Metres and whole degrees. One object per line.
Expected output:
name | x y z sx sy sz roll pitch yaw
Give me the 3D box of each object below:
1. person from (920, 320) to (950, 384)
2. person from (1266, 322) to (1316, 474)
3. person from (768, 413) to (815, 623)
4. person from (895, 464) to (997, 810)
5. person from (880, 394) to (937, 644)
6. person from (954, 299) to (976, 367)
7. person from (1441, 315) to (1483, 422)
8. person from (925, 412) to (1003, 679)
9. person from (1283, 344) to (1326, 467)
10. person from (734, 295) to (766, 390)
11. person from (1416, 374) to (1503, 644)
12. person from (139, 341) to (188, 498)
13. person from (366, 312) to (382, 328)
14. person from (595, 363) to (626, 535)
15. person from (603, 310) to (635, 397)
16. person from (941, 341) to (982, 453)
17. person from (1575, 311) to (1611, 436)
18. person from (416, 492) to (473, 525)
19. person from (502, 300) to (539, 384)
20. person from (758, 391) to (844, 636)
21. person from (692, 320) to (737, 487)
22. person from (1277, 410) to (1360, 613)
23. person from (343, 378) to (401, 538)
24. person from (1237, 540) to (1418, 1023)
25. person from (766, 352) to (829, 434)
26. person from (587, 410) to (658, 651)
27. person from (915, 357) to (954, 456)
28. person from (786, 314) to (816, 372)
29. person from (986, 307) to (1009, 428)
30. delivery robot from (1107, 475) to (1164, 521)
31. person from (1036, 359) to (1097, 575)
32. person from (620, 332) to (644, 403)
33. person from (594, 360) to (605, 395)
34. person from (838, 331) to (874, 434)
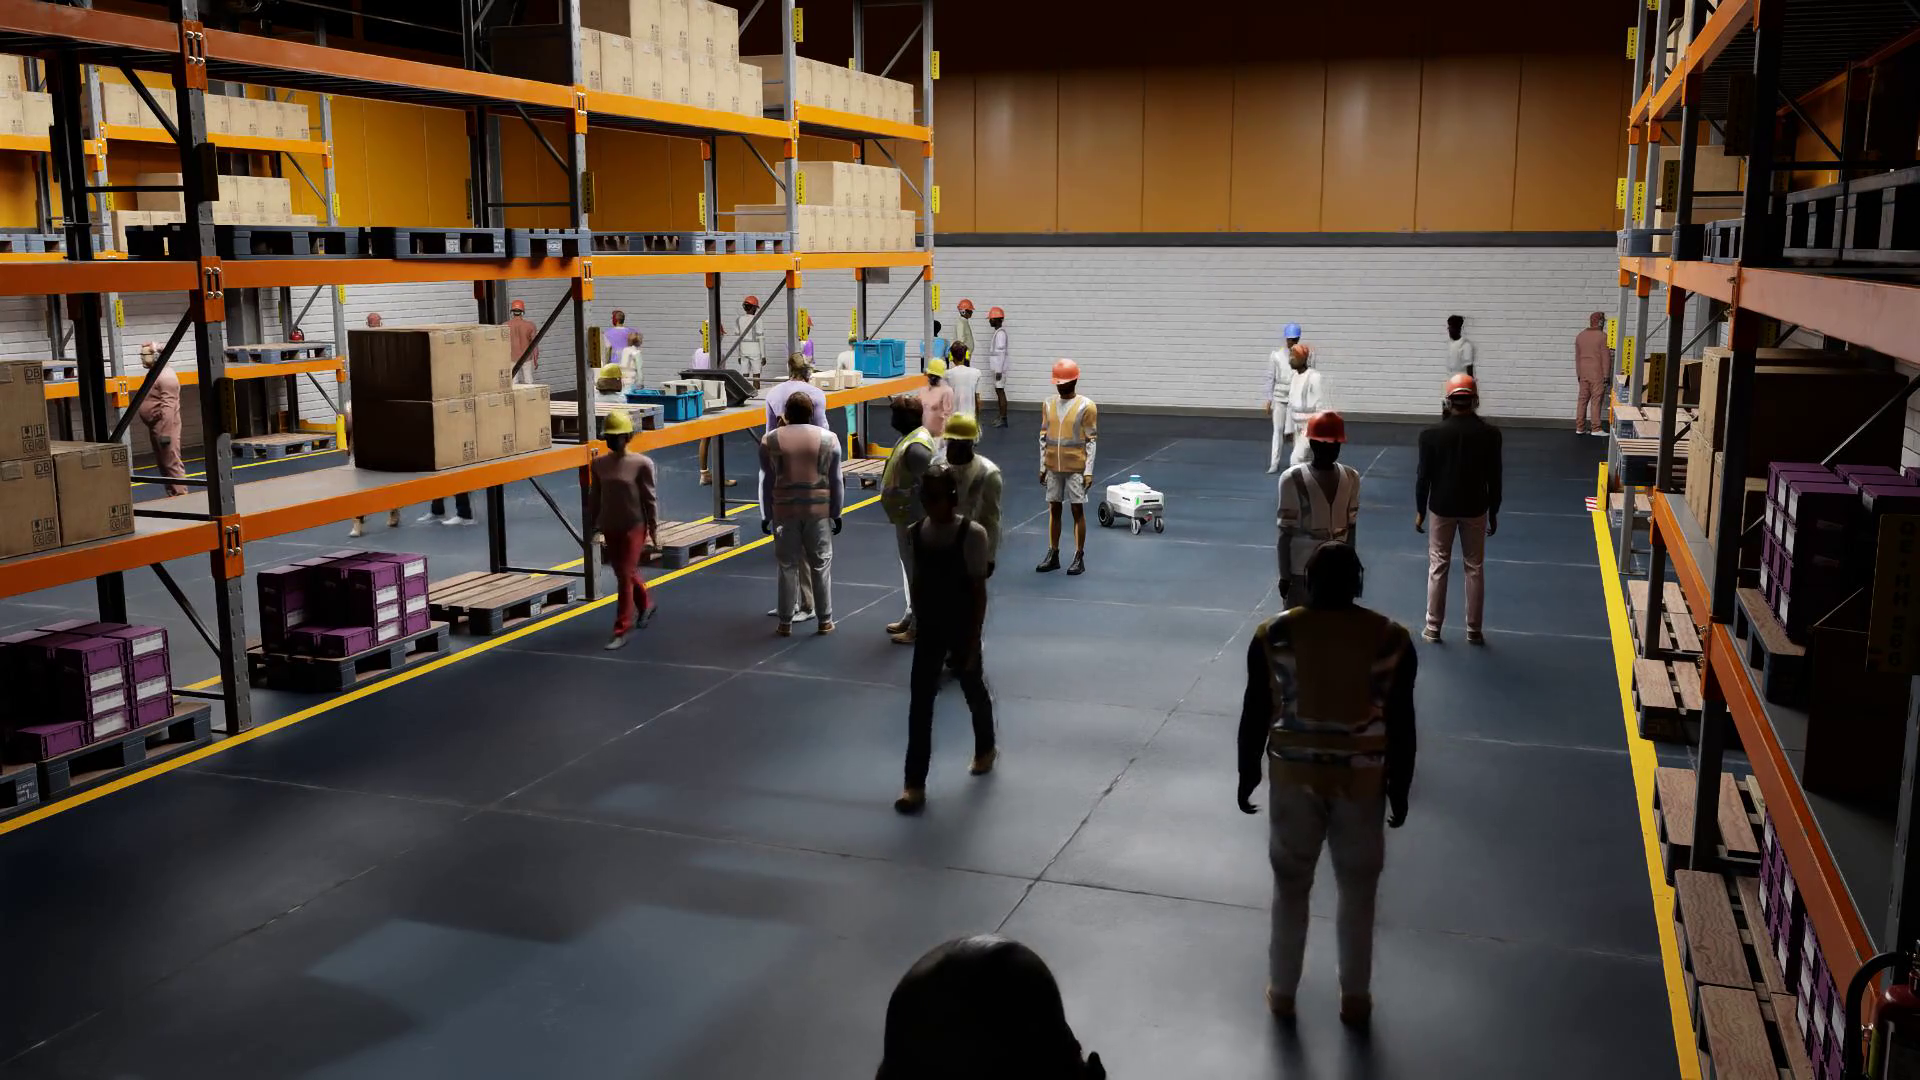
person | -0.413 -2.751 27.280 0.539 1.696 0.317 -3 11 -18
person | 4.219 -1.803 21.241 0.615 1.943 0.409 3 10 15
person | -1.300 -0.184 12.983 0.307 1.640 0.518 -7 12 -35
person | -0.054 0.470 8.899 0.508 1.798 1.005 4 11 22
person | -0.376 -0.160 12.287 0.429 1.840 0.636 -1 10 -7
person | 0.082 -3.152 28.697 0.390 1.992 0.624 1 10 6
person | 7.379 -2.347 24.377 0.796 1.927 0.652 -4 11 -22
person | 0.005 0.035 11.239 0.622 1.818 0.418 7 12 34
person | 3.720 -1.195 18.059 0.518 1.862 0.619 -2 10 -14
person | -3.658 -3.266 29.218 0.605 2.041 0.383 5 11 27
person | 3.653 -0.220 12.212 0.608 1.987 0.388 2 10 12
person | -8.620 -1.189 17.928 0.397 1.901 0.646 -8 13 -39
person | -8.902 -2.524 25.411 0.651 1.906 0.401 -5 11 -25
person | -3.510 -0.906 16.764 0.490 1.741 0.322 7 12 34
person | -5.605 -2.867 27.501 0.569 1.848 0.378 -7 12 -33
person | 0.001 -1.296 18.621 0.518 1.865 0.326 -4 11 -23
person | 9.742 -2.546 25.532 0.407 1.910 0.639 -5 11 -25
person | -5.458 -1.079 17.311 0.738 1.889 0.619 -3 10 -14
person | -7.481 -3.068 28.275 0.628 1.984 0.412 -3 10 -16
person | -1.187 -0.193 12.468 0.636 1.840 0.429 -1 10 -6
person | -2.979 -1.659 20.156 0.378 2.044 0.607 -9 14 -43
person | 2.202 0.166 10.175 0.547 1.937 0.379 -3 11 -17
person | -5.982 -0.893 16.900 0.534 1.669 0.753 1 10 4
person | 1.392 0.910 6.330 0.654 1.824 0.432 2 10 10
person | -1.498 -0.770 15.450 0.635 1.936 0.350 5 11 25
person | -2.469 -0.112 12.334 0.536 1.735 0.863 3 11 19
person | -0.263 -1.099 17.845 0.563 1.739 0.425 9 13 41
person | -2.266 -2.305 24.090 0.543 1.938 0.356 9 14 42
person | 0.597 -2.765 26.685 0.373 1.934 0.551 0 10 -2
delivery robot | 1.800 -0.420 17.105 0.477 0.478 0.707 -4 11 -22
person | 0.938 -0.649 14.793 0.543 1.928 0.372 6 12 30
person | -5.058 -2.394 25.545 0.878 1.594 0.540 -7 12 -35
person | -4.984 -1.891 22.586 0.307 1.644 0.512 4 11 20
person | -1.492 -2.140 23.786 0.533 1.708 0.921 -1 10 -3
